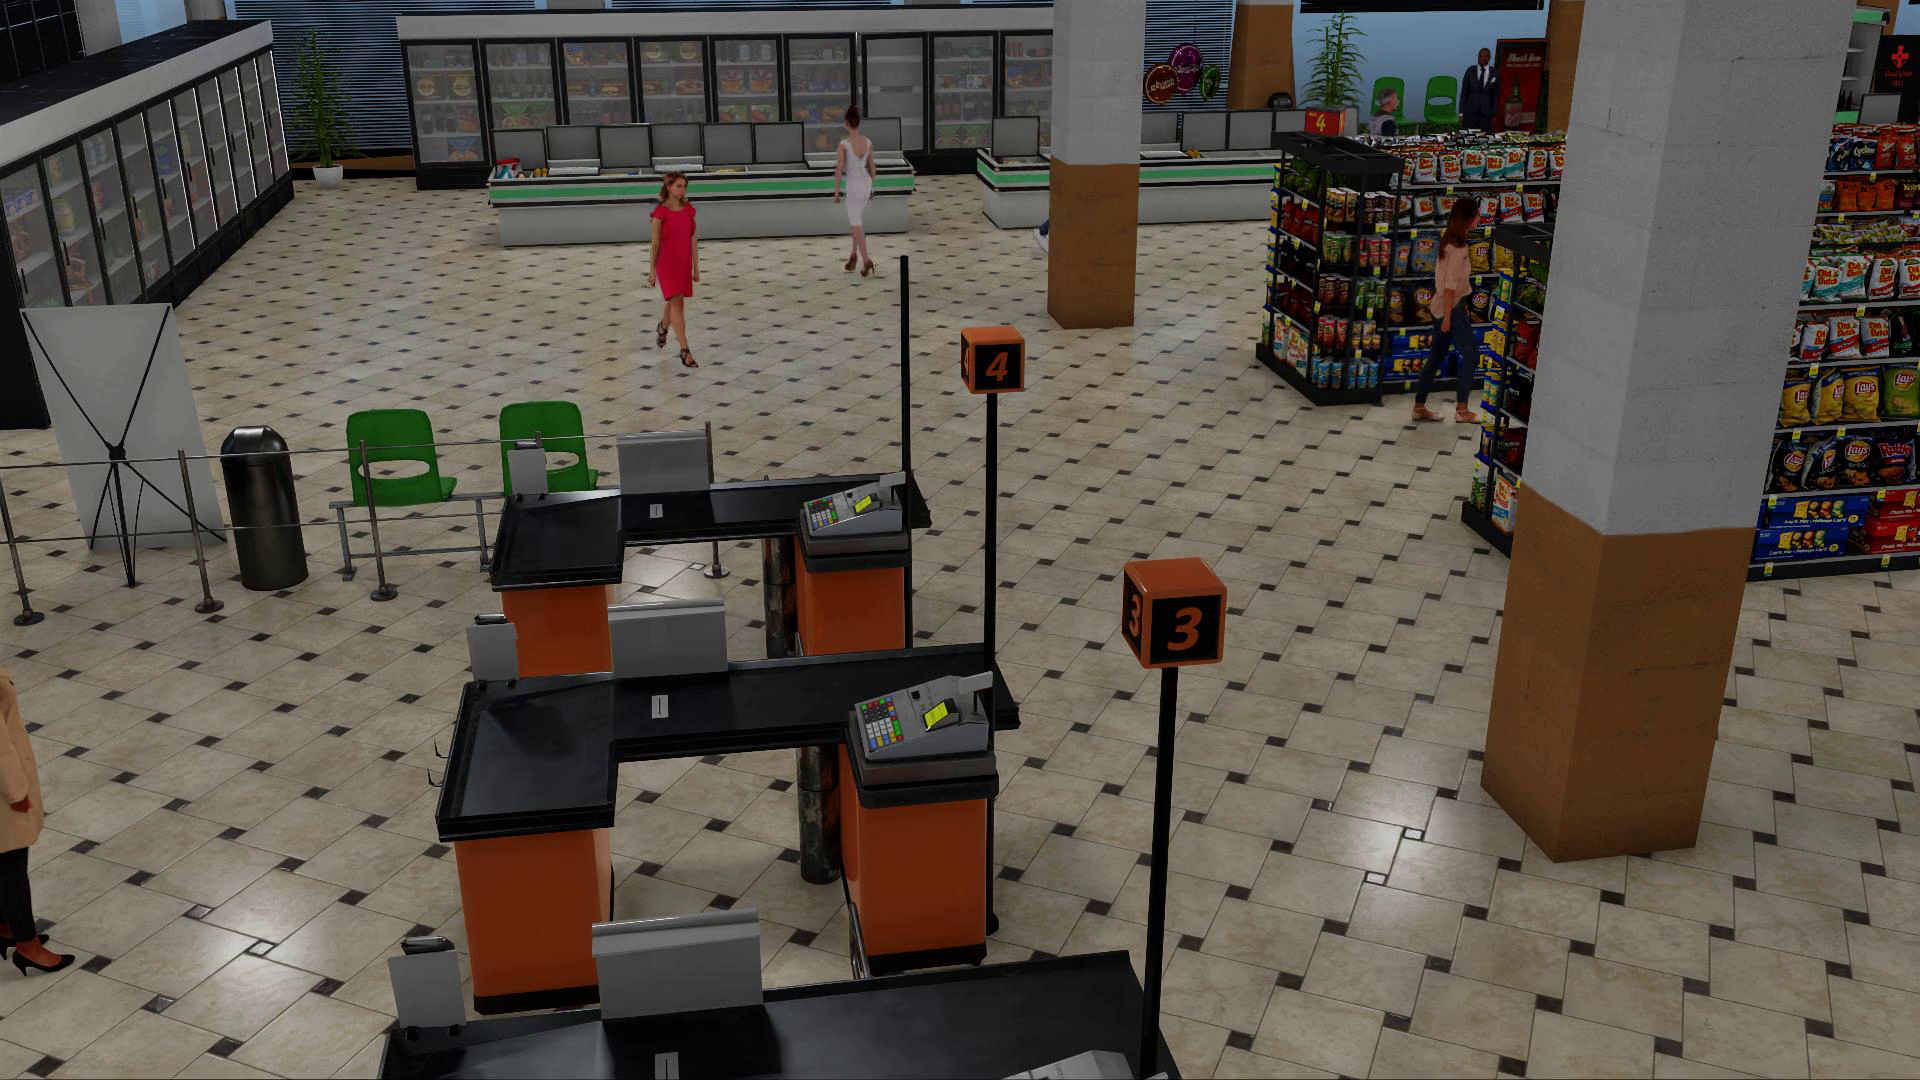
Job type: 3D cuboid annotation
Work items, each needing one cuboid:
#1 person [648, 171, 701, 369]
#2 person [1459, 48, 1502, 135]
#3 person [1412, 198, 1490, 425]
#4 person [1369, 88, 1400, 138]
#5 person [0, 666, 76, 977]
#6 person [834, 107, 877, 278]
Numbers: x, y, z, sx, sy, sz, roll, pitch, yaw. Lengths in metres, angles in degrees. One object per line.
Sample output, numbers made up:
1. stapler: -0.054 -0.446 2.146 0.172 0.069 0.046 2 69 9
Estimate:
1. person: -2.563 -2.392 14.637 1.086 1.678 1.009 -16 27 -34
2. person: 7.268 -5.973 23.353 0.707 1.824 0.841 6 23 15
3. person: 3.717 -1.768 12.958 0.868 1.772 0.714 2 22 4
4. person: 4.715 -4.230 19.072 1.163 1.782 0.705 -4 22 -9
5. person: -3.744 0.914 6.404 0.718 1.682 0.740 19 29 39
6. person: -1.088 -3.686 17.729 0.763 1.774 0.813 -17 27 -36
